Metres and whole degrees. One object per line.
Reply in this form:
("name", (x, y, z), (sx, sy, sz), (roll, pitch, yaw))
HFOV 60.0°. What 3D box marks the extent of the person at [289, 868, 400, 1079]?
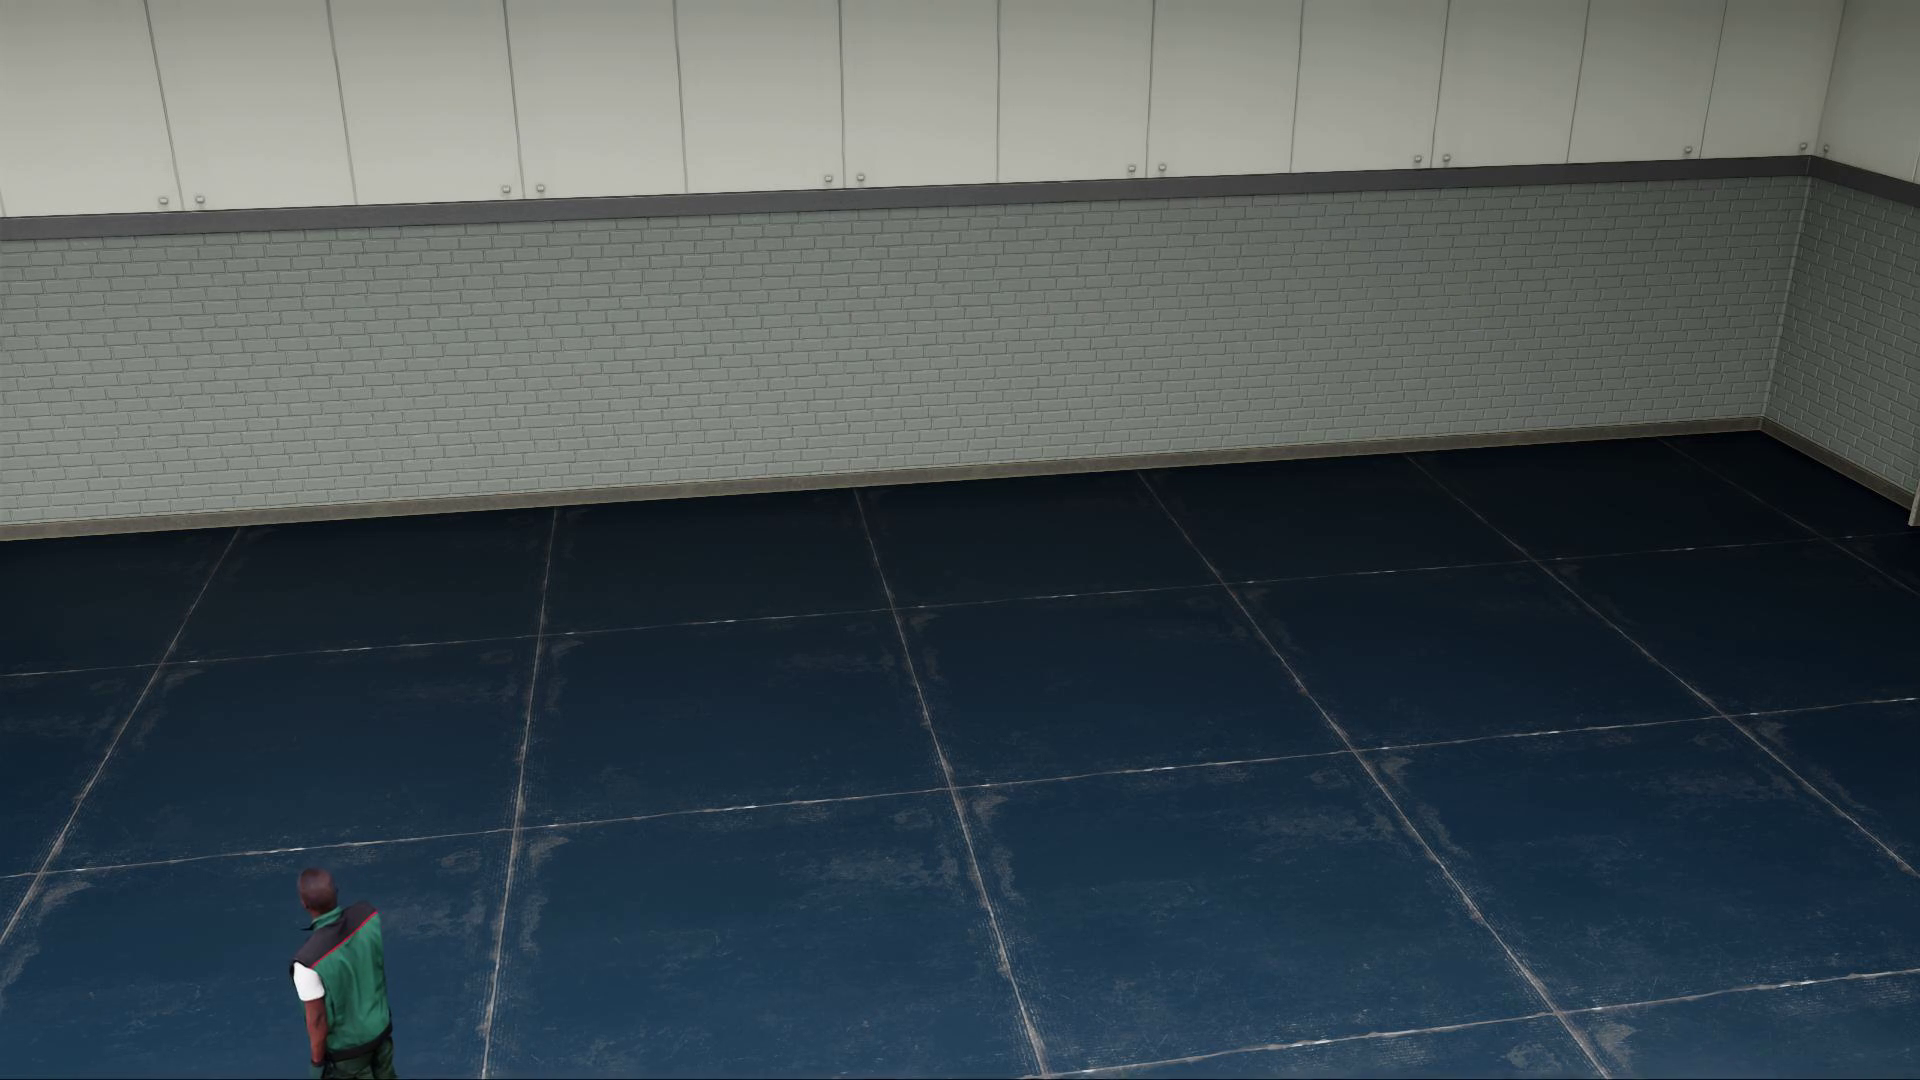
("person", (-2.911, 2.356, 7.976), (0.848, 1.838, 0.746), (9, 25, 21))
